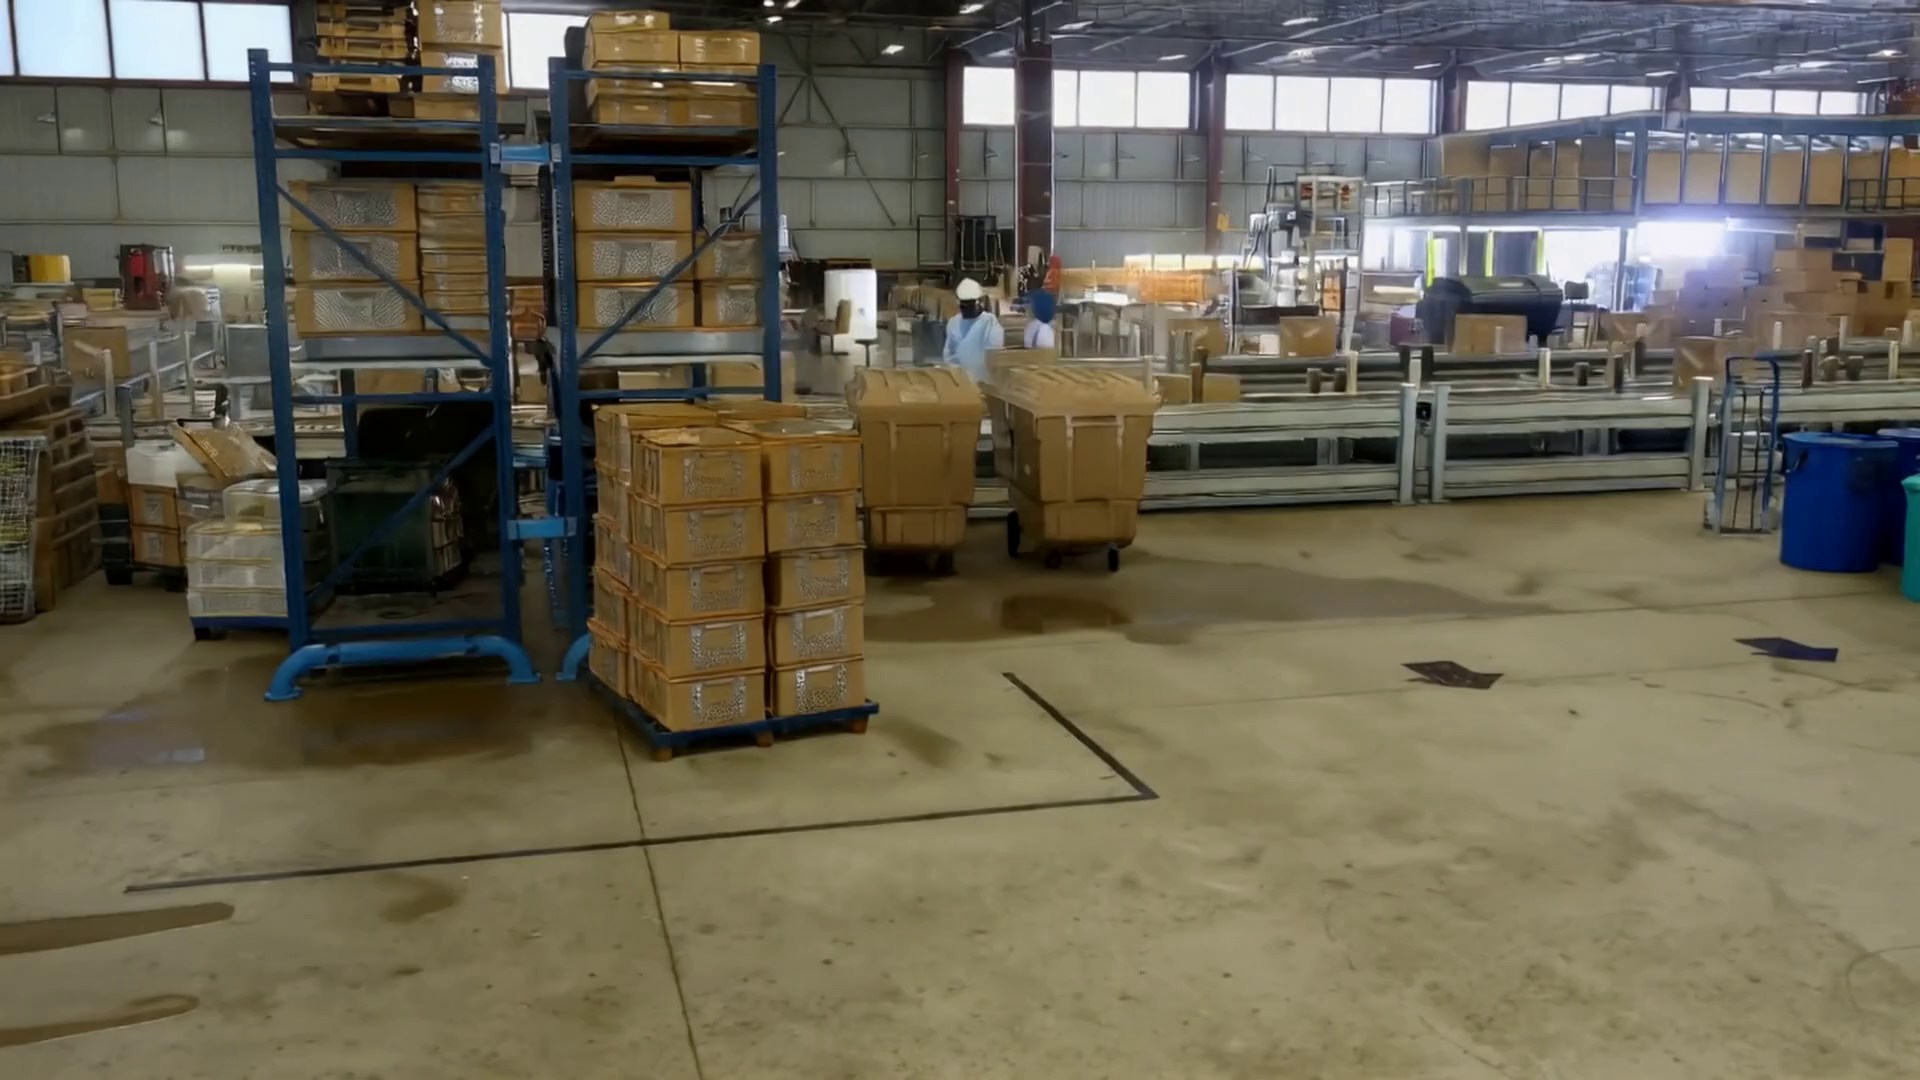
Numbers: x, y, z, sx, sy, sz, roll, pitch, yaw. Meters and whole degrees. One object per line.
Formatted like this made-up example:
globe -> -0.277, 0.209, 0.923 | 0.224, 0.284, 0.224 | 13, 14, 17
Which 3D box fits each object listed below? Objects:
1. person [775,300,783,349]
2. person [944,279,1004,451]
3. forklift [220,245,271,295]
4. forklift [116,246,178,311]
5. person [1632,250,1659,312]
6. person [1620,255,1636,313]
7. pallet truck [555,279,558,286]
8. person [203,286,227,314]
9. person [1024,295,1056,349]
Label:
person -> -2.836, -2.990, 24.054 | 0.637, 1.746, 0.553 | 2, 10, 12
person -> 0.107, -1.442, 15.096 | 0.591, 1.829, 0.404 | 6, 12, 31
forklift -> -17.749, -6.334, 41.440 | 1.157, 1.987, 2.680 | -3, 10, -17
forklift -> -19.966, -6.232, 40.894 | 1.157, 1.987, 2.680 | -3, 10, -15
person -> 17.091, -6.213, 41.528 | 0.607, 2.034, 0.396 | 4, 11, 20
person -> 19.445, -7.332, 48.297 | 0.574, 1.883, 0.355 | 0, 10, -1
pallet truck -> -10.604, -6.375, 44.520 | 0.653, 1.274, 1.630 | -3, 10, -15
person -> -16.607, -5.343, 37.172 | 0.600, 1.832, 0.404 | 4, 11, 21
person -> 0.836, -1.602, 16.504 | 0.882, 1.640, 0.547 | -2, 10, -12
